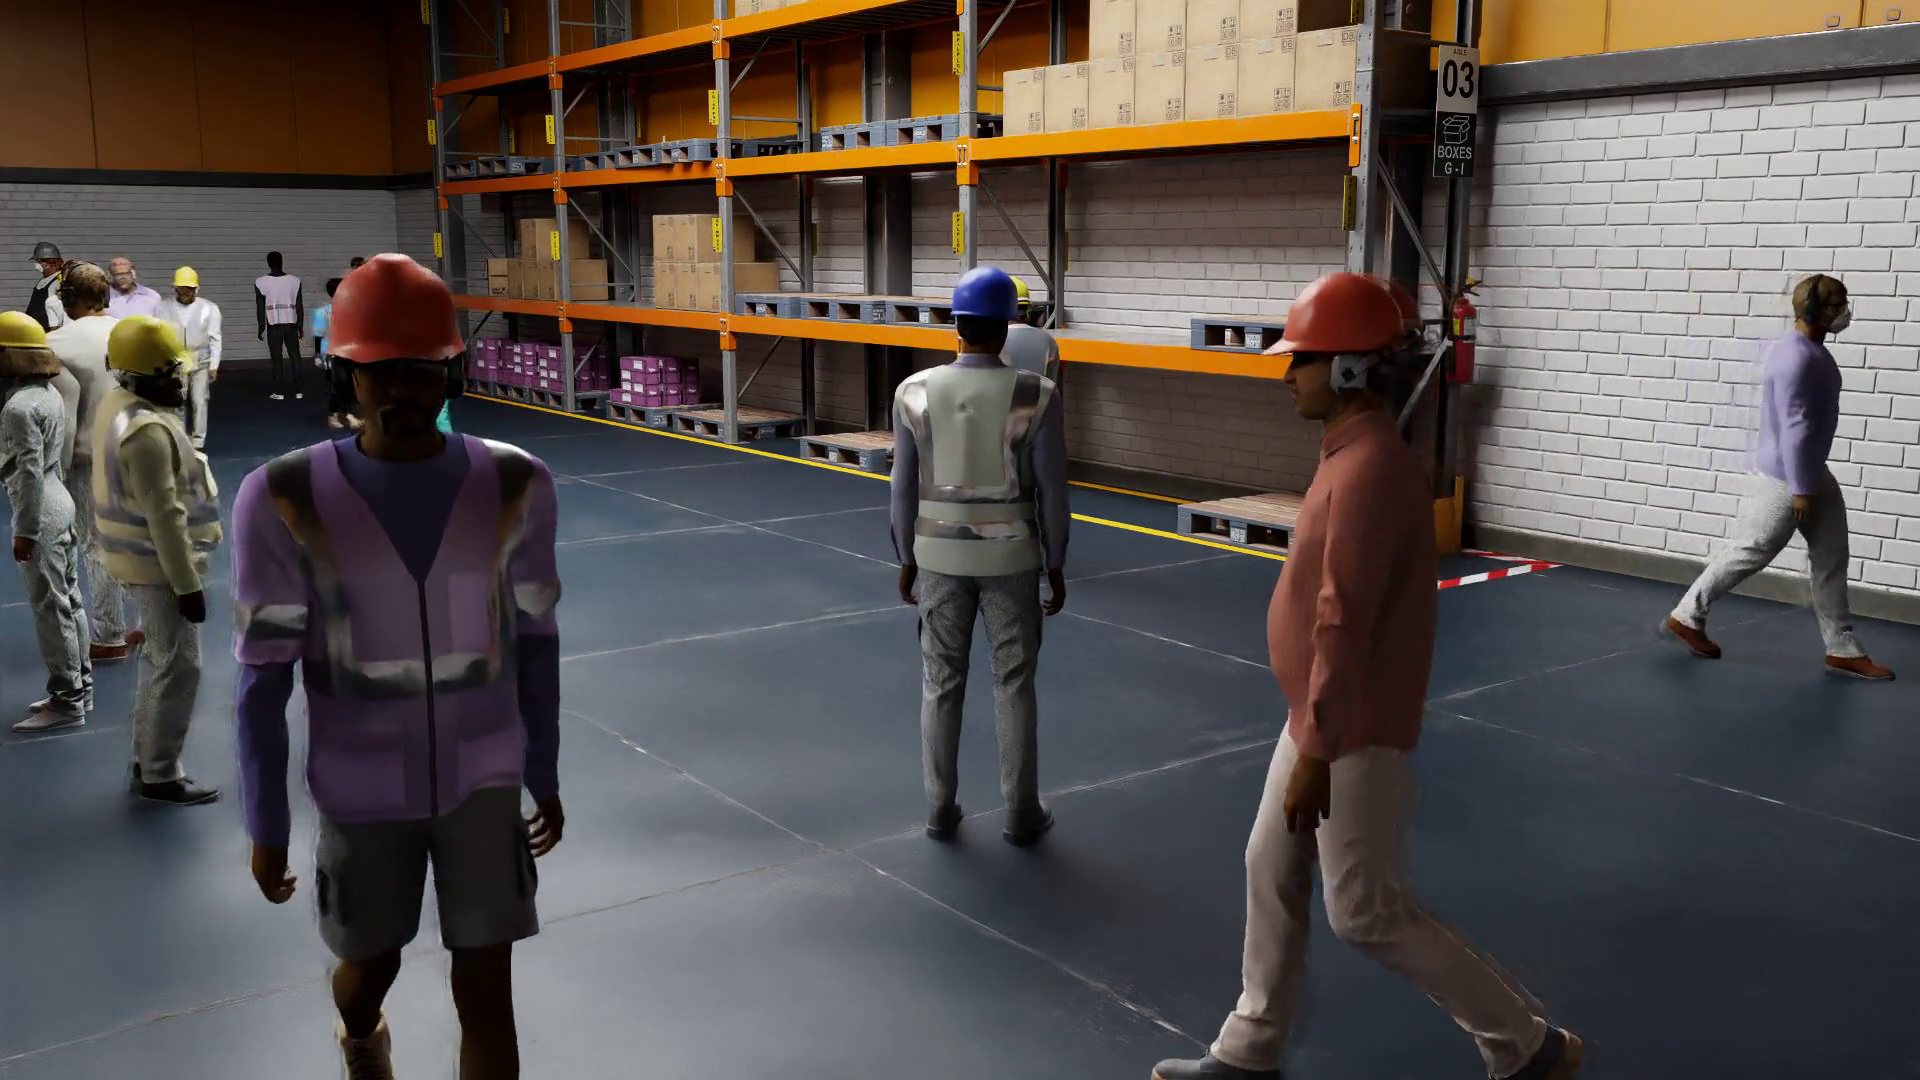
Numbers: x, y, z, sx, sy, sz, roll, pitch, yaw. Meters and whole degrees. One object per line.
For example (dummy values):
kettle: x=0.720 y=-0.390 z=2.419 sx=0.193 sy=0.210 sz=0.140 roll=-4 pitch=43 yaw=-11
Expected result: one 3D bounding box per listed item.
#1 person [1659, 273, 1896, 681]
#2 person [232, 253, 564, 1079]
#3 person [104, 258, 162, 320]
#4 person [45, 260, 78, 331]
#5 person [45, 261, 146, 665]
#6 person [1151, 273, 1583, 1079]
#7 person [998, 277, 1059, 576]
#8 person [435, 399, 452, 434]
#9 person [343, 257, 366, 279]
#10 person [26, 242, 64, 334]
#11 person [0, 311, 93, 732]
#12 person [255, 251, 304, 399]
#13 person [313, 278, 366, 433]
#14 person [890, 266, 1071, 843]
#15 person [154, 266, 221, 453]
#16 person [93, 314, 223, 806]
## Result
person: x=3.897 y=-0.310 z=7.871 sx=1.017 sy=1.904 sz=0.637 roll=8 pitch=13 yaw=38
person: x=-1.105 y=0.442 z=3.326 sx=0.619 sy=2.015 sz=0.949 roll=-5 pitch=11 yaw=-27
person: x=-7.615 y=-1.643 z=15.336 sx=0.666 sy=1.878 sz=0.720 roll=-6 pitch=12 yaw=-30
person: x=-8.099 y=-1.626 z=15.307 sx=0.517 sy=1.862 sz=0.334 roll=-6 pitch=12 yaw=-31
person: x=-4.134 y=-0.367 z=8.029 sx=0.355 sy=1.938 sz=0.636 roll=4 pitch=11 yaw=20
person: x=0.928 y=0.396 z=3.706 sx=0.887 sy=1.966 sz=0.615 roll=1 pitch=10 yaw=8
person: x=0.316 y=-0.667 z=10.050 sx=0.586 sy=1.824 sz=0.405 roll=-6 pitch=12 yaw=-32
person: x=-4.595 y=-1.373 z=14.182 sx=0.630 sy=1.741 sz=0.551 roll=4 pitch=11 yaw=21
person: x=-8.218 y=-2.962 z=22.849 sx=0.621 sy=1.841 sz=0.429 roll=0 pitch=10 yaw=-3
person: x=-10.054 y=-2.277 z=18.443 sx=0.687 sy=2.000 sz=0.535 roll=8 pitch=13 yaw=39
person: x=-3.869 y=-0.077 z=6.953 sx=0.297 sy=1.743 sz=0.493 roll=-3 pitch=11 yaw=-16
person: x=-8.832 y=-2.783 z=21.633 sx=0.589 sy=1.915 sz=0.398 roll=-7 pitch=12 yaw=-35
person: x=-6.639 y=-1.988 z=17.899 sx=0.858 sy=1.643 sz=0.543 roll=6 pitch=12 yaw=31
person: x=0.073 y=0.056 z=5.636 sx=0.615 sy=1.945 sz=0.404 roll=3 pitch=10 yaw=14
person: x=-7.204 y=-1.640 z=15.543 sx=0.611 sy=1.801 sz=0.463 roll=-4 pitch=11 yaw=-19
person: x=-2.882 y=0.081 z=6.001 sx=0.404 sy=1.786 sz=0.713 roll=-7 pitch=12 yaw=-33
